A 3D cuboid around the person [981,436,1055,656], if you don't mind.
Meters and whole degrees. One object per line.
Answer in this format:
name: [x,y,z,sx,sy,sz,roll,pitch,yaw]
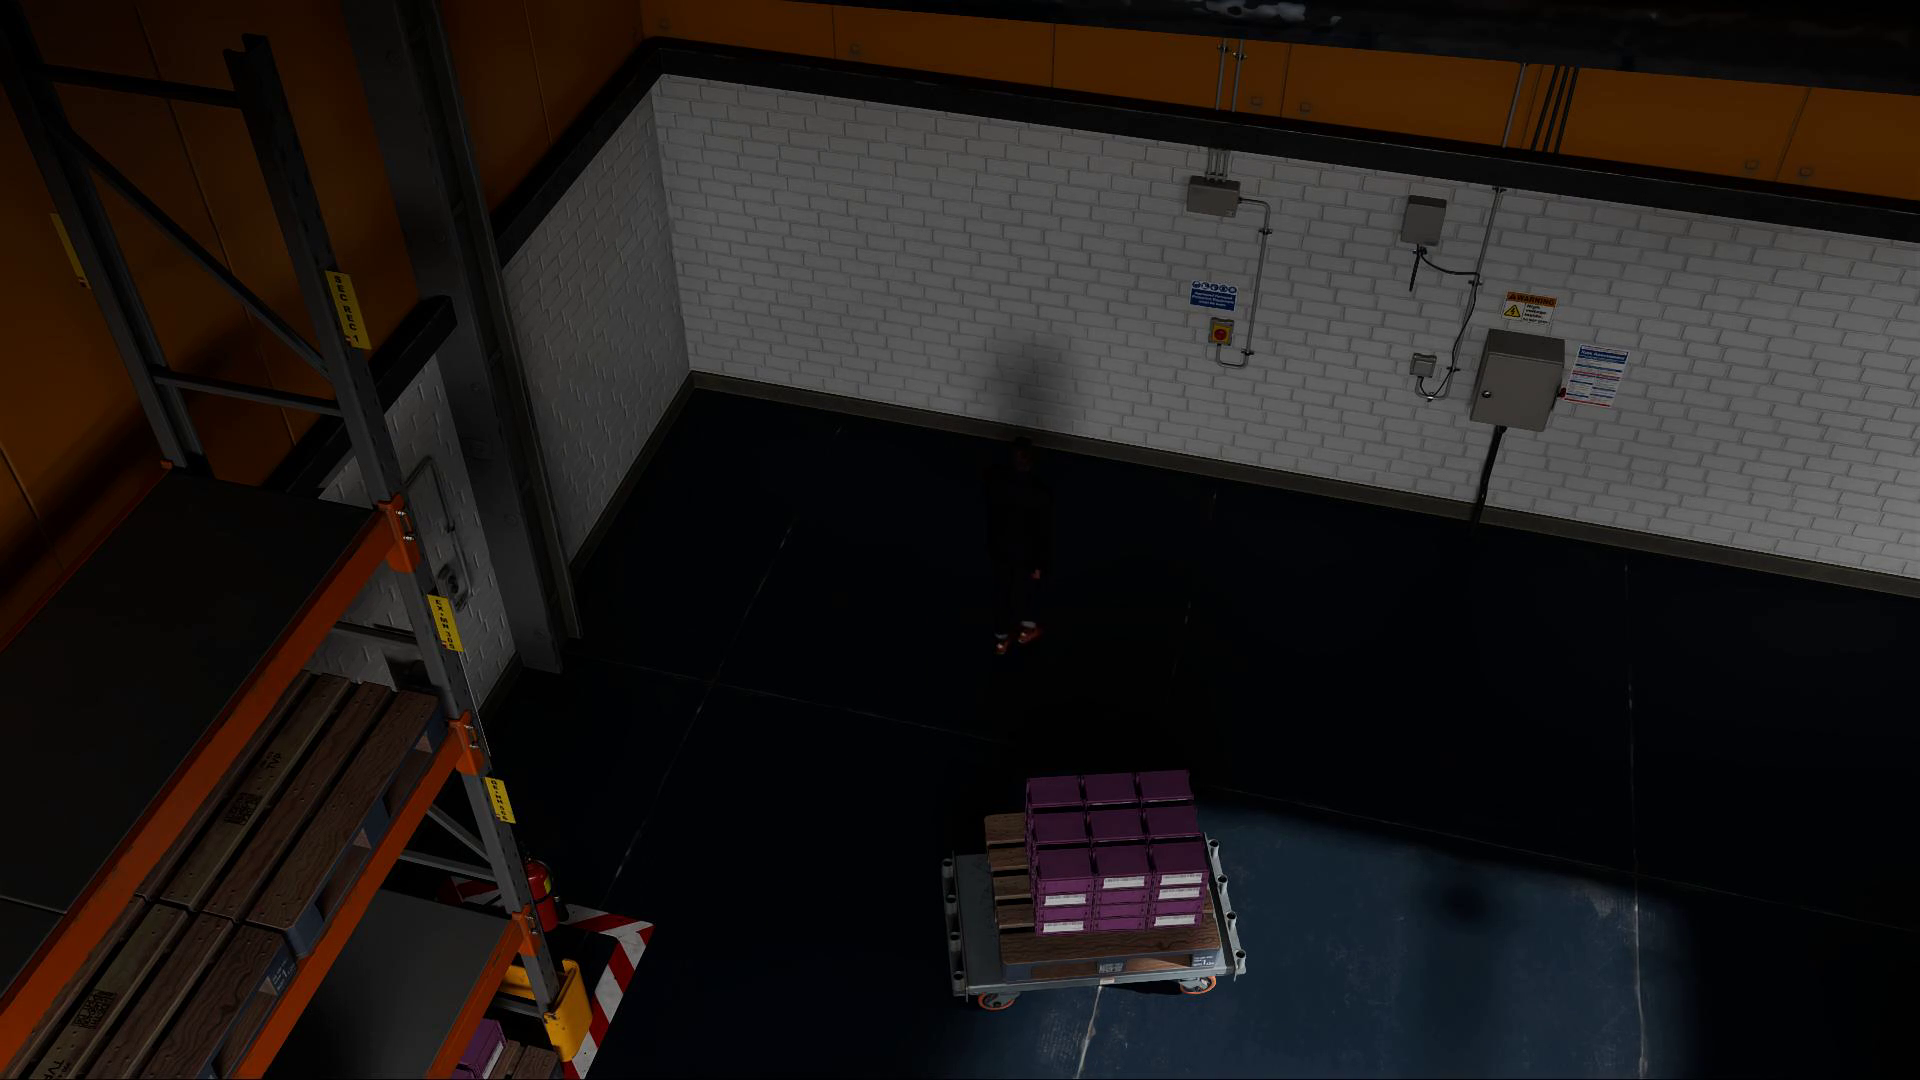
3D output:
person: [0.328,0.089,10.869,0.753,1.804,0.735,19,47,19]
